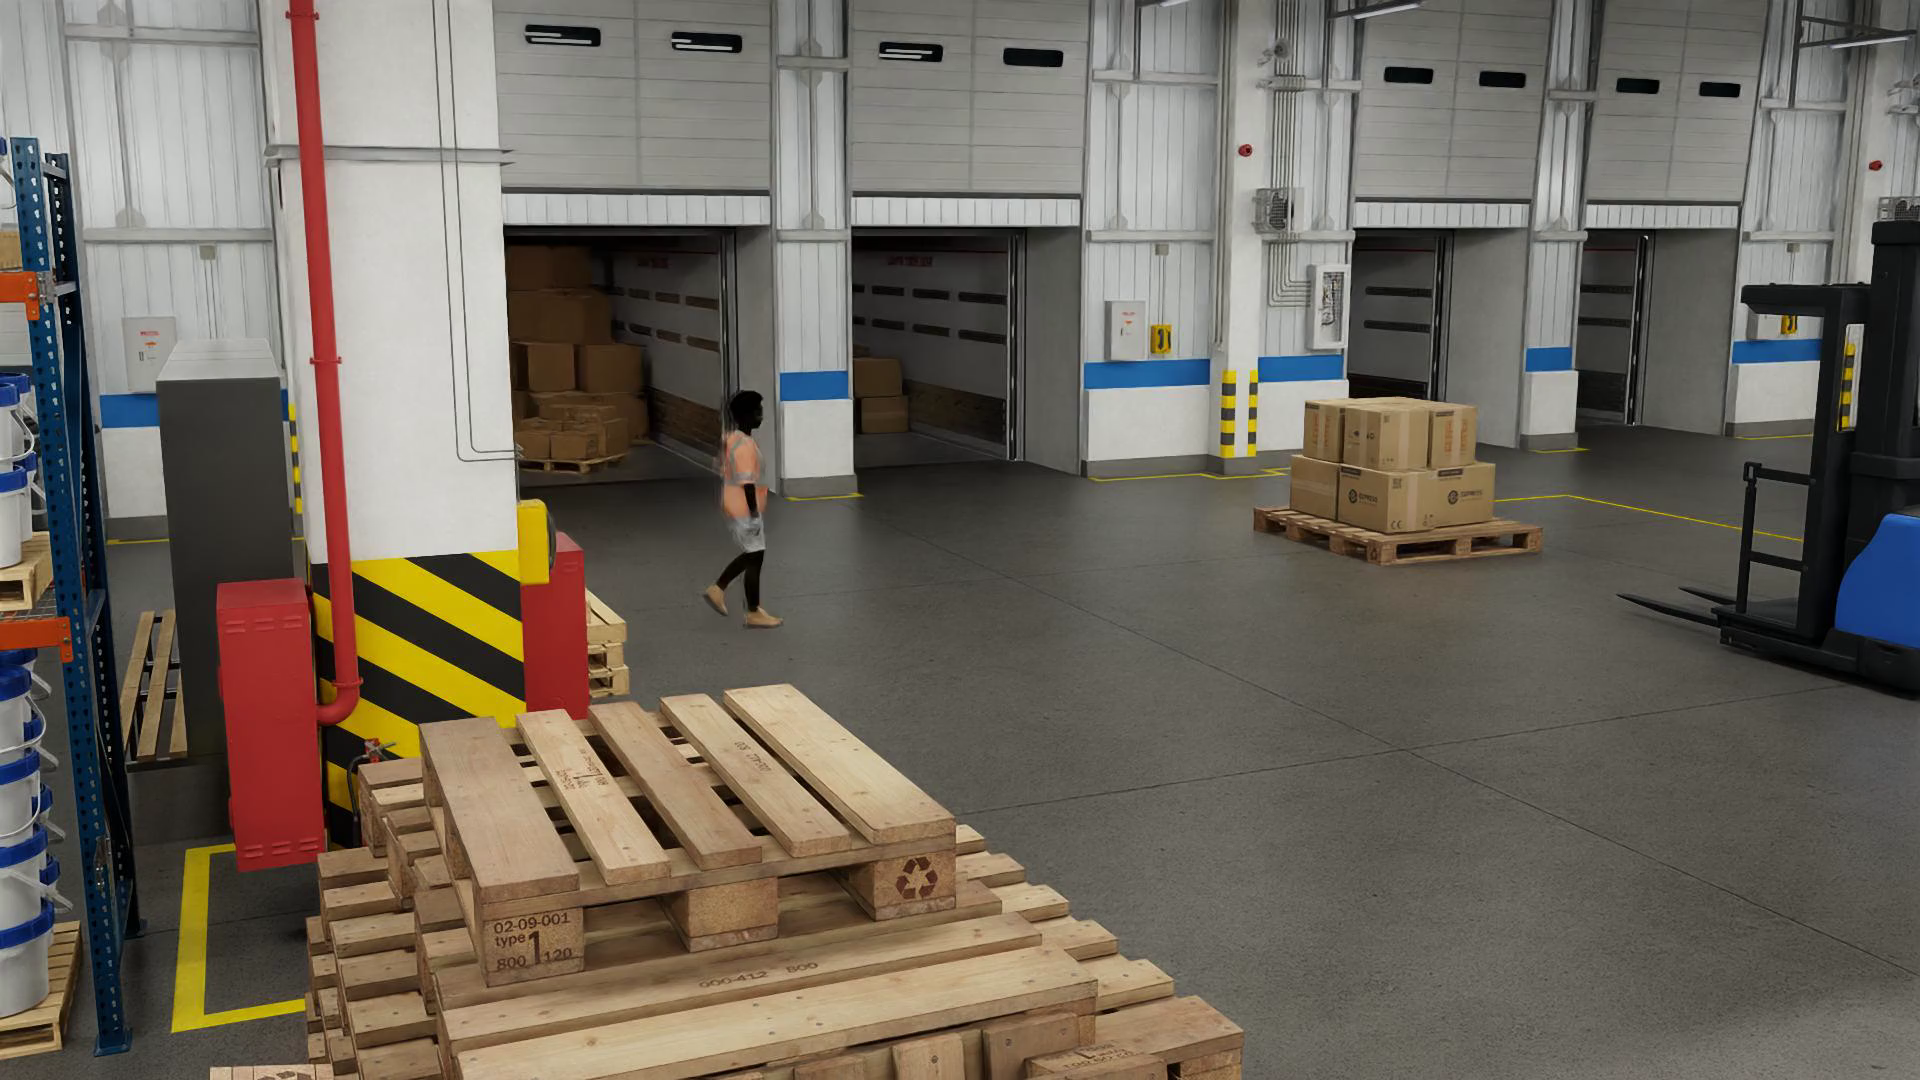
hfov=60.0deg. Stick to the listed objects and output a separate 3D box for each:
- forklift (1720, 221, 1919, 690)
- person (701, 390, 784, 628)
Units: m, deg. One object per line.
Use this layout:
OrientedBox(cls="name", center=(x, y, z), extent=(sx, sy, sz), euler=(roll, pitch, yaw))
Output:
OrientedBox(cls="forklift", center=(5.949, -0.550, 10.218), extent=(1.129, 2.768, 1.873), euler=(-4, 11, -23))
OrientedBox(cls="person", center=(-1.513, -0.204, 11.587), extent=(0.472, 1.684, 0.551), euler=(-3, 11, -14))
